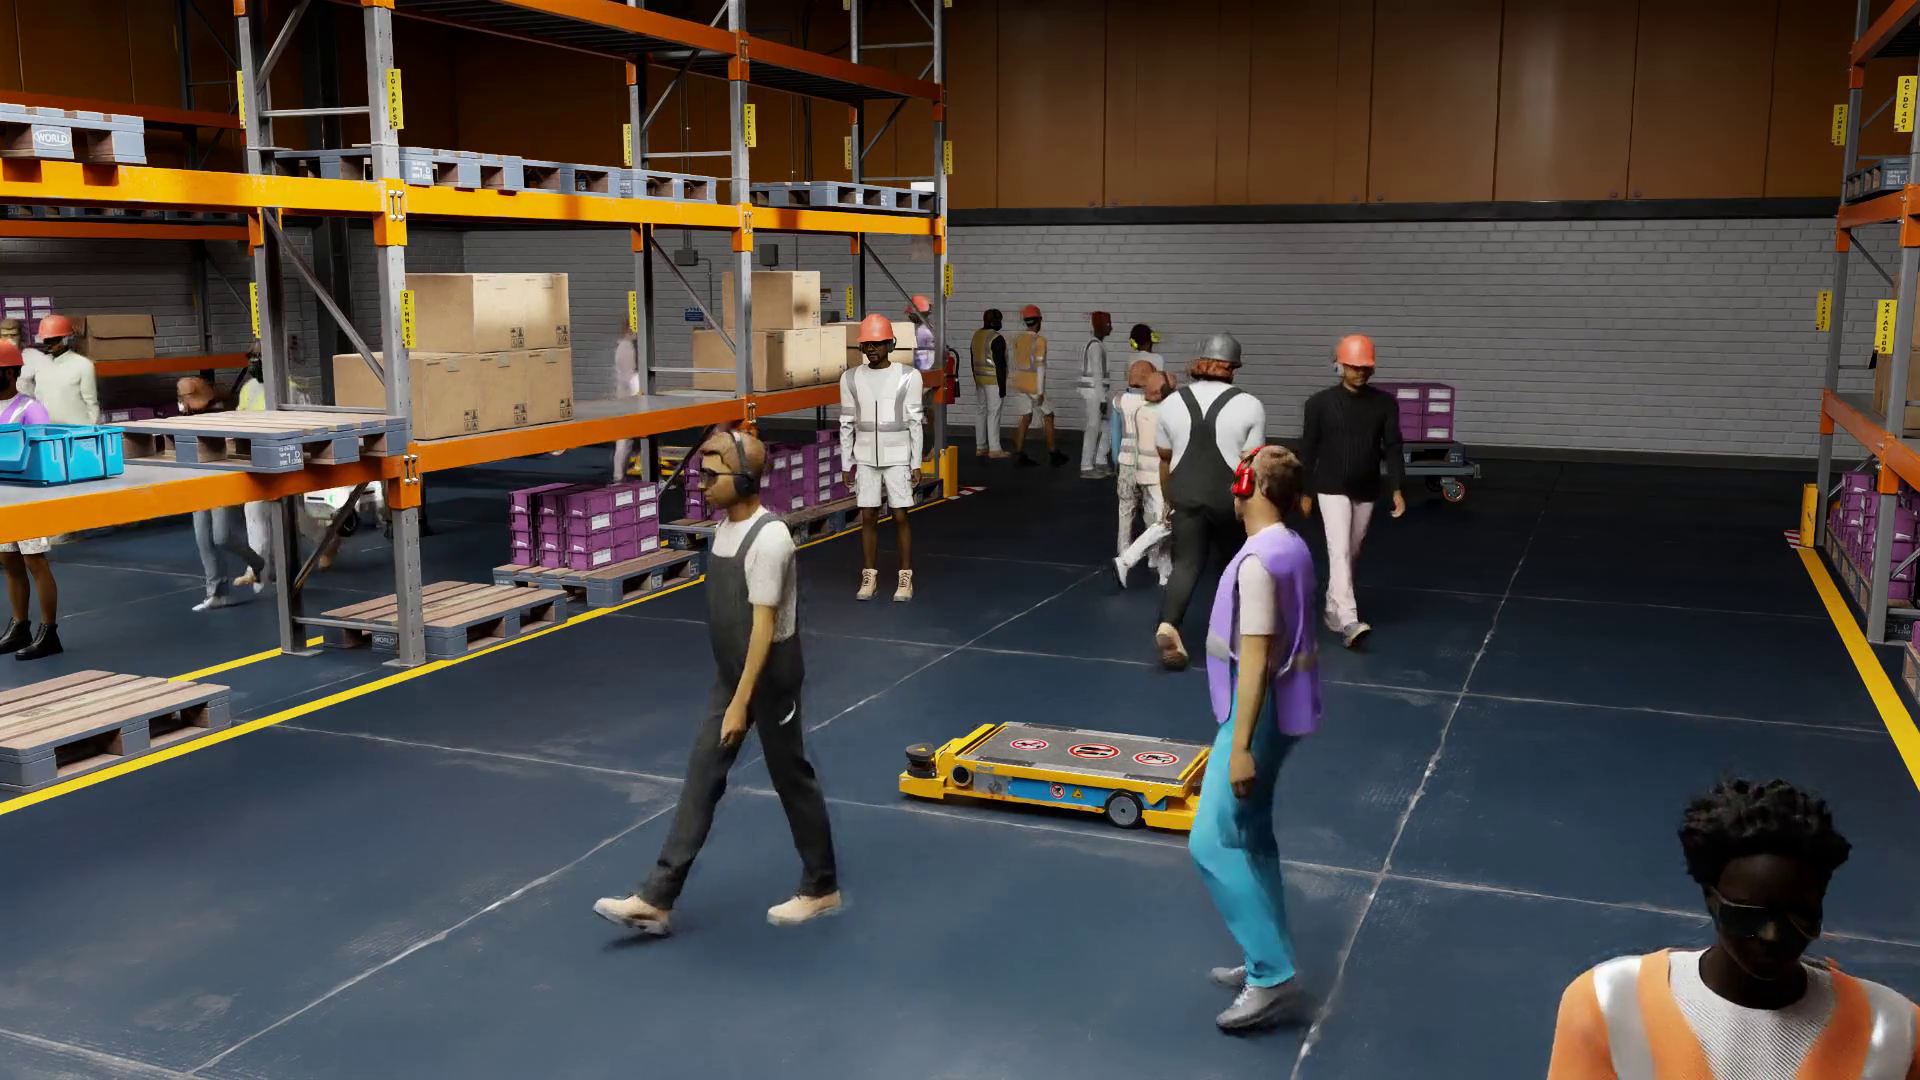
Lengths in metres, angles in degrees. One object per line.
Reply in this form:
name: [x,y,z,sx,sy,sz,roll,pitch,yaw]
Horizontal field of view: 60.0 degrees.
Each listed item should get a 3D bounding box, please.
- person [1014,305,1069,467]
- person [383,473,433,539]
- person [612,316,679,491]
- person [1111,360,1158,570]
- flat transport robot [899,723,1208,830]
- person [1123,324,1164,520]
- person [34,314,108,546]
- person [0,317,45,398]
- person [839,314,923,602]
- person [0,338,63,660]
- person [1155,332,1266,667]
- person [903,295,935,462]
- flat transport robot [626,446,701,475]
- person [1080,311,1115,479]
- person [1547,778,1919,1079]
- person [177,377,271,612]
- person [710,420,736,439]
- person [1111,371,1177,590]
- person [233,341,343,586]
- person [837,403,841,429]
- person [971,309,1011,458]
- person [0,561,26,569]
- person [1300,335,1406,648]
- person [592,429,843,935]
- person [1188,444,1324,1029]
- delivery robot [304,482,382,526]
person: [0.943,-1.806,19.615,0.759,1.898,0.564,-7,12,-37]
person: [-4.864,-0.974,14.459,0.549,1.937,0.358,-3,10,-15]
person: [-3.242,-1.390,17.134,0.796,1.876,0.682,-1,9,-4]
person: [1.418,-0.584,12.999,0.511,1.640,0.309,5,11,27]
flat transport robot: [0.512,1.023,7.392,1.431,0.197,0.652,4,10,22]
person: [1.770,-1.082,15.461,0.341,1.831,0.673,-7,12,-37]
person: [-7.600,-0.959,14.294,0.637,1.965,0.770,3,10,19]
person: [-8.305,-0.994,14.644,0.638,1.908,0.755,-3,10,-20]
person: [-0.560,-0.568,11.723,0.607,2.039,0.397,2,10,12]
person: [-5.709,-0.243,10.024,0.542,1.939,0.361,5,10,26]
person: [1.471,-0.270,9.879,0.684,2.000,0.938,5,11,27]
person: [-0.468,-1.904,19.859,0.594,2.013,0.723,3,10,20]
flat transport robot: [-3.320,-0.921,19.175,0.652,0.197,1.431,1,9,8]
person: [1.595,-1.601,18.470,0.579,1.862,0.601,1,9,7]
person: [1.096,1.153,2.402,0.548,1.646,0.883,4,10,22]
person: [-5.125,-0.329,11.518,0.528,1.610,0.529,5,11,27]
person: [-2.373,-1.408,17.397,0.990,1.846,0.660,0,9,0]
person: [1.394,-0.422,12.084,0.690,1.614,0.525,-5,11,-28]
person: [-5.099,-0.588,12.482,0.631,1.821,0.770,6,11,33]
person: [-1.234,-1.505,18.208,0.445,1.750,0.545,2,10,11]
person: [0.393,-1.938,20.592,0.429,1.840,0.634,-6,11,-31]
person: [-7.547,-0.608,12.688,0.619,1.783,0.905,4,10,25]
person: [2.477,-0.310,10.437,0.610,1.927,1.051,-1,9,-7]
person: [-0.822,0.524,5.796,0.937,1.801,0.514,-7,11,-35]
person: [0.957,0.606,5.313,0.389,1.805,0.686,3,10,20]
delivery robot: [-5.478,-0.384,14.778,0.477,0.478,0.707,3,10,20]
